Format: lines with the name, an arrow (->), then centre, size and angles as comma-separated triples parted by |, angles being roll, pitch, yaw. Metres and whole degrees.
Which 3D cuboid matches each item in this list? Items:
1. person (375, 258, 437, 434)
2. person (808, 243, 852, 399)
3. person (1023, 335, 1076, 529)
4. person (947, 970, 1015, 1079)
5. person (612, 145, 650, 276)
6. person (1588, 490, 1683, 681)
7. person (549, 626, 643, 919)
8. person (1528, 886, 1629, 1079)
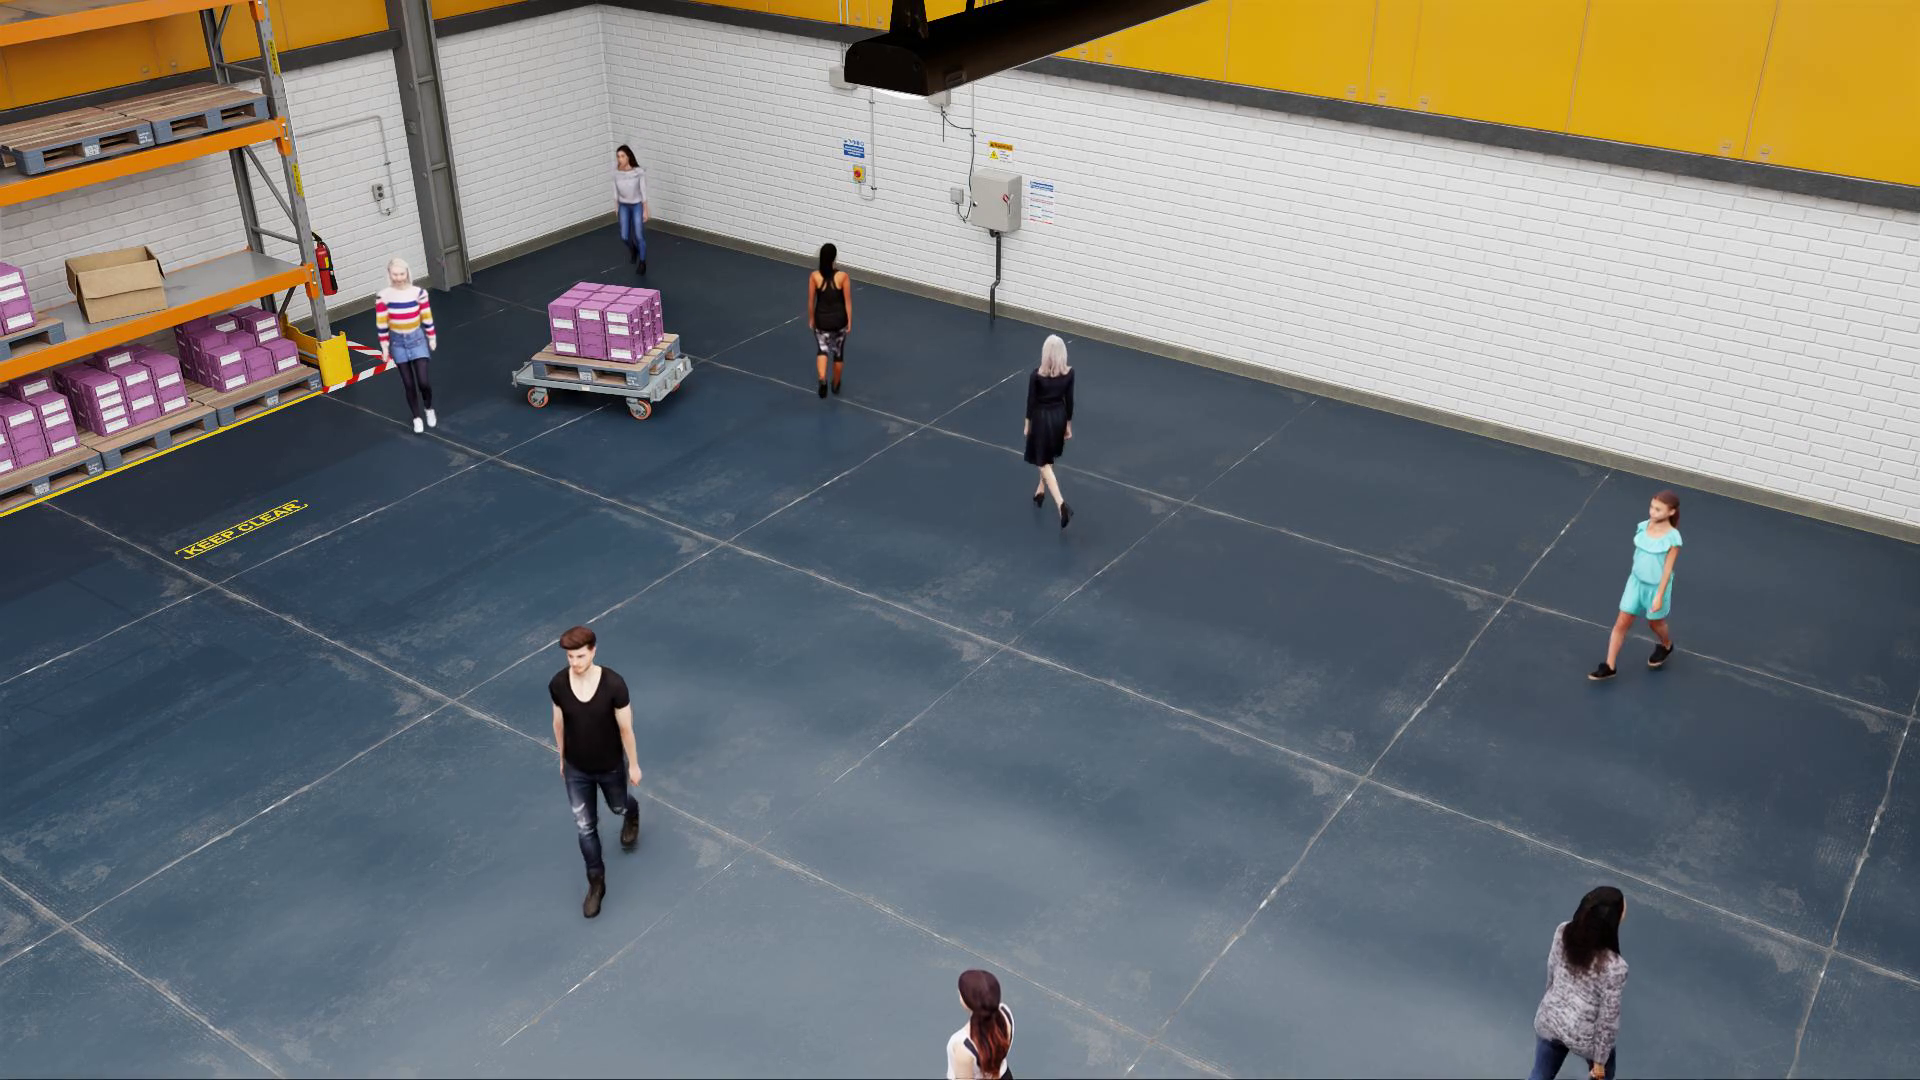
person -> -5.388, -1.934, 16.280 | 0.771, 1.796, 0.839 | -5, 29, -10
person -> -1.328, -2.210, 16.939 | 0.870, 1.650, 0.994 | 1, 29, 2
person -> 0.797, -0.919, 14.506 | 1.117, 1.713, 1.041 | -11, 31, -20
person -> 0.117, 2.701, 7.938 | 0.596, 1.647, 0.453 | 19, 34, 31
person -> -3.991, -4.071, 20.383 | 0.762, 1.619, 0.809 | 3, 29, 5
person -> 5.198, 0.338, 12.393 | 1.118, 1.530, 0.844 | -16, 32, -27
person -> -2.213, 1.316, 10.247 | 1.094, 1.868, 1.286 | 1, 29, 2
person -> 3.000, 2.467, 8.296 | 0.908, 1.716, 0.815 | -17, 33, -28
